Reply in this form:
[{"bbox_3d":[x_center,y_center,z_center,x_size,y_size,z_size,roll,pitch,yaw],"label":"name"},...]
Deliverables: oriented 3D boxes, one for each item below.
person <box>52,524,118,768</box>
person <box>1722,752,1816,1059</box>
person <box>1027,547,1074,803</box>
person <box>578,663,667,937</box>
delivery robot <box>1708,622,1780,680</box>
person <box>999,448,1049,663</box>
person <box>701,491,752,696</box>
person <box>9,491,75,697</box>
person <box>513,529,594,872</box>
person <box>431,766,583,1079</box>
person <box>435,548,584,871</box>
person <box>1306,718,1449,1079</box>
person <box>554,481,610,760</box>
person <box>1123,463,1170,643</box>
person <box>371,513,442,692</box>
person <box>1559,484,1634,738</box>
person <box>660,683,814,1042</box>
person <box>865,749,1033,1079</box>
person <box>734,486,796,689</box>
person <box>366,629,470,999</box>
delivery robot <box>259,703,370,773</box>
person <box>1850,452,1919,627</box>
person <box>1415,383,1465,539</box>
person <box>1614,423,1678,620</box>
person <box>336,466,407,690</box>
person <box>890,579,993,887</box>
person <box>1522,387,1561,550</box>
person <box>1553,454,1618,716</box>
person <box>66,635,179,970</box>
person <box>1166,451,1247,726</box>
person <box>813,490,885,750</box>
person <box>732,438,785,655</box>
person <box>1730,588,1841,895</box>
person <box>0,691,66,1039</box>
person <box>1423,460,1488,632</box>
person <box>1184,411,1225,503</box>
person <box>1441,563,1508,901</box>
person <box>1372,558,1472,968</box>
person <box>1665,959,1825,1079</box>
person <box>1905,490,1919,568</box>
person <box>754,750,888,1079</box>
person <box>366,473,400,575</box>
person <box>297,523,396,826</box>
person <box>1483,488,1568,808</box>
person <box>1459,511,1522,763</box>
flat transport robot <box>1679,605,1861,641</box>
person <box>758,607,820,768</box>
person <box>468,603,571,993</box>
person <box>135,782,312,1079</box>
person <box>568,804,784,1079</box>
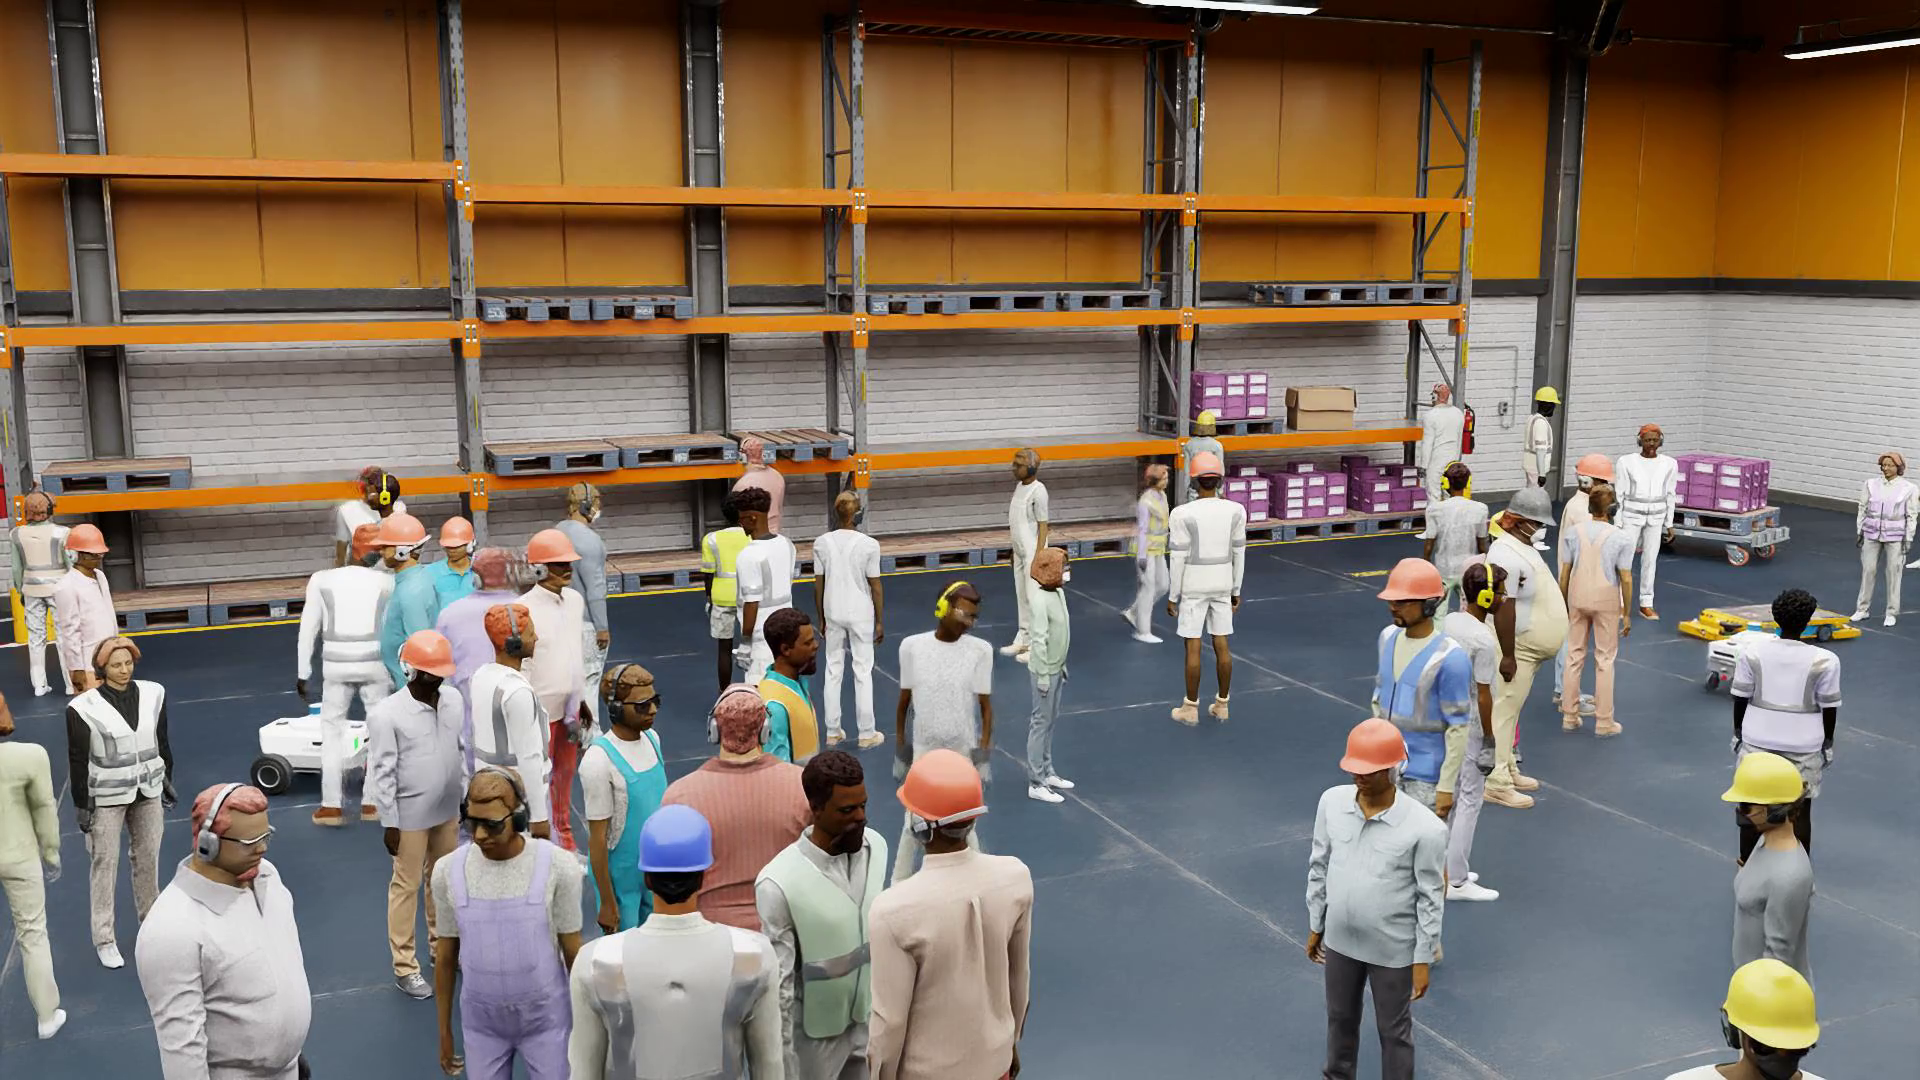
[{"bbox_3d":[-5.661,0.759,10.868,0.324,1.749,0.572,-1,10,-5],"label":"person"},{"bbox_3d":[2.852,1.614,5.936,0.345,1.758,0.531,4,10,20],"label":"person"},{"bbox_3d":[0.582,0.850,10.691,0.285,1.633,0.497,3,10,17],"label":"person"},{"bbox_3d":[-1.350,1.408,6.867,0.343,1.846,0.507,3,10,17],"label":"person"},{"bbox_3d":[6.305,0.899,13.243,0.707,0.478,0.477,-5,11,-29],"label":"delivery robot"},{"bbox_3d":[0.572,0.125,14.258,0.346,1.847,0.505,-4,11,-23],"label":"person"},{"bbox_3d":[-1.695,0.471,12.689,0.531,1.697,0.322,0,10,0],"label":"person"},{"bbox_3d":[-7.168,0.431,13.085,0.512,1.641,0.307,0,10,-3],"label":"person"},{"bbox_3d":[-2.251,0.923,9.223,0.389,1.996,0.612,4,11,23],"label":"person"},{"bbox_3d":[-1.501,1.633,5.610,0.524,1.833,0.339,0,10,0],"label":"person"},{"bbox_3d":[-2.527,0.979,9.302,0.894,1.874,0.393,-1,10,-3],"label":"person"},{"bbox_3d":[1.574,1.532,6.419,0.566,1.749,0.334,9,13,42],"label":"person"},{"bbox_3d":[-2.604,0.559,11.500,0.371,1.935,0.627,-8,13,-38],"label":"person"},{"bbox_3d":[1.688,0.116,14.902,0.382,1.627,0.552,5,11,24],"label":"person"},{"bbox_3d":[-3.211,0.830,9.763,0.379,1.996,0.610,-3,10,-14],"label":"person"},{"bbox_3d":[4.599,0.510,12.044,0.516,1.842,0.324,8,13,40],"label":"person"},{"bbox_3d":[-0.803,1.478,6.283,0.636,1.911,0.404,-2,10,-13],"label":"person"},{"bbox_3d":[-0.041,1.620,5.203,0.611,1.997,0.375,-8,13,-38],"label":"person"},{"bbox_3d":[-1.313,0.611,11.114,0.374,1.963,0.603,4,11,23],"label":"person"},{"bbox_3d":[-2.523,1.276,7.911,0.340,1.743,0.560,5,11,28],"label":"person"},{"bbox_3d":[-4.182,1.309,10.876,0.707,0.478,0.477,1,10,7],"label":"delivery robot"},{"bbox_3d":[8.698,-0.013,15.645,0.308,1.641,0.511,-9,13,-41],"label":"person"},{"bbox_3d":[5.822,-0.950,20.272,0.640,1.910,0.401,-6,11,-30],"label":"person"},{"bbox_3d":[6.516,-0.171,15.857,0.575,1.883,0.362,1,10,6],"label":"person"},{"bbox_3d":[-4.702,0.303,13.323,0.517,1.824,0.578,8,13,39],"label":"person"},{"bbox_3d":[-0.089,1.110,8.662,0.558,1.843,0.534,0,10,3],"label":"person"},{"bbox_3d":[6.843,-0.850,19.645,0.383,1.922,0.593,2,10,9],"label":"person"},{"bbox_3d":[4.748,0.330,12.663,0.390,1.985,0.624,2,10,14],"label":"person"},{"bbox_3d":[-4.131,1.274,8.233,0.310,1.638,0.523,6,12,32],"label":"person"},{"bbox_3d":[1.807,0.362,12.324,0.608,2.042,0.373,-3,10,-18],"label":"person"},{"bbox_3d":[-0.775,0.566,11.717,0.508,1.846,0.342,3,10,16],"label":"person"},{"bbox_3d":[-1.793,0.057,14.485,0.406,1.904,0.639,5,11,25],"label":"person"},{"bbox_3d":[4.474,1.102,9.051,0.538,1.695,0.319,6,12,32],"label":"person"},{"bbox_3d":[-4.249,1.432,7.338,0.507,1.630,0.268,-5,11,-28],"label":"person"},{"bbox_3d":[3.920,0.301,13.209,0.519,1.860,0.322,1,10,5],"label":"person"},{"bbox_3d":[2.729,-0.570,18.550,0.486,1.745,0.293,7,12,34],"label":"person"},{"bbox_3d":[2.761,1.034,9.003,0.338,1.857,0.525,-2,10,-10],"label":"person"},{"bbox_3d":[2.196,1.092,8.110,0.396,2.044,0.609,-4,11,-24],"label":"person"},{"bbox_3d":[2.000,1.903,4.237,0.523,1.769,0.314,0,10,2],"label":"person"},{"bbox_3d":[10.679,-0.508,18.197,0.295,1.743,0.493,-2,10,-10],"label":"person"},{"bbox_3d":[-0.446,1.610,5.490,0.370,1.916,0.597,6,12,32],"label":"person"},{"bbox_3d":[-4.251,0.431,12.417,0.328,1.874,0.521,-4,11,-22],"label":"person"},{"bbox_3d":[-3.718,0.824,10.203,0.664,1.862,0.378,-3,10,-16],"label":"person"},{"bbox_3d":[3.591,0.659,10.615,0.536,2.000,0.674,5,11,25],"label":"person"},{"bbox_3d":[3.692,0.664,11.415,0.523,1.759,0.350,2,10,14],"label":"person"},{"bbox_3d":[7.373,0.758,15.138,1.431,0.197,0.652,-3,10,-15],"label":"flat transport robot"},{"bbox_3d":[-0.796,1.246,7.577,0.377,1.920,0.600,0,10,-2],"label":"person"},{"bbox_3d":[-2.087,1.224,7.819,0.355,1.883,0.574,-8,12,-38],"label":"person"},{"bbox_3d":[-2.219,1.675,5.169,0.411,1.902,0.643,1,10,4],"label":"person"},{"bbox_3d":[-0.815,1.719,4.829,0.618,1.933,0.420,-3,10,-15],"label":"person"}]
